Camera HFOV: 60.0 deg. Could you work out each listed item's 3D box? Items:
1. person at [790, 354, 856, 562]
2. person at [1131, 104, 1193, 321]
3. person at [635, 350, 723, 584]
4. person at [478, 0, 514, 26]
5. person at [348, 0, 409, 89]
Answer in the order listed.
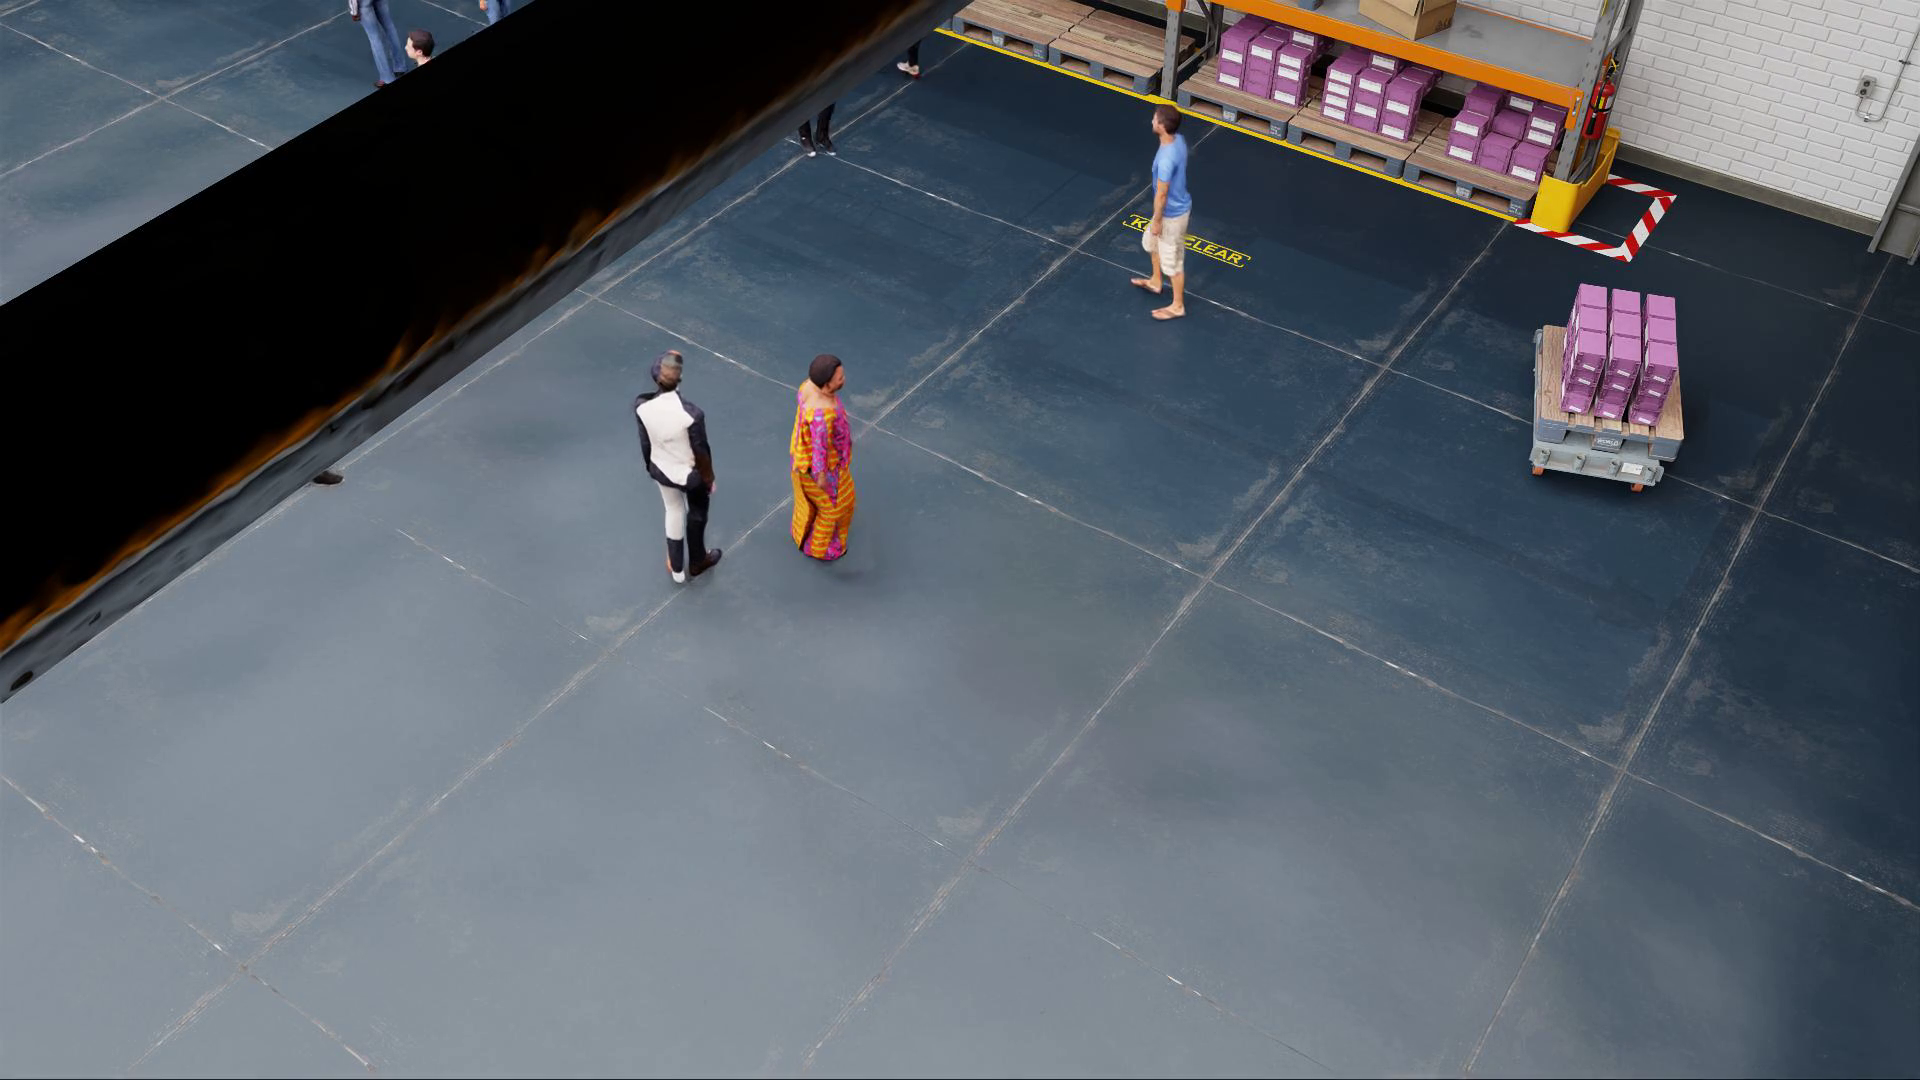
[{"bbox_3d":[-0.960,-0.591,11.543,0.890,1.658,0.823,-10,44,-10],"label":"person"},{"bbox_3d":[1.761,-2.669,13.591,0.879,1.841,0.793,7,44,7],"label":"person"},{"bbox_3d":[-1.898,-0.454,11.234,0.684,1.885,0.817,14,45,14],"label":"person"},{"bbox_3d":[-4.841,-5.579,16.821,0.710,1.599,0.654,15,46,15],"label":"person"},{"bbox_3d":[-5.823,-5.336,16.424,0.568,1.795,0.649,20,47,20],"label":"person"}]
